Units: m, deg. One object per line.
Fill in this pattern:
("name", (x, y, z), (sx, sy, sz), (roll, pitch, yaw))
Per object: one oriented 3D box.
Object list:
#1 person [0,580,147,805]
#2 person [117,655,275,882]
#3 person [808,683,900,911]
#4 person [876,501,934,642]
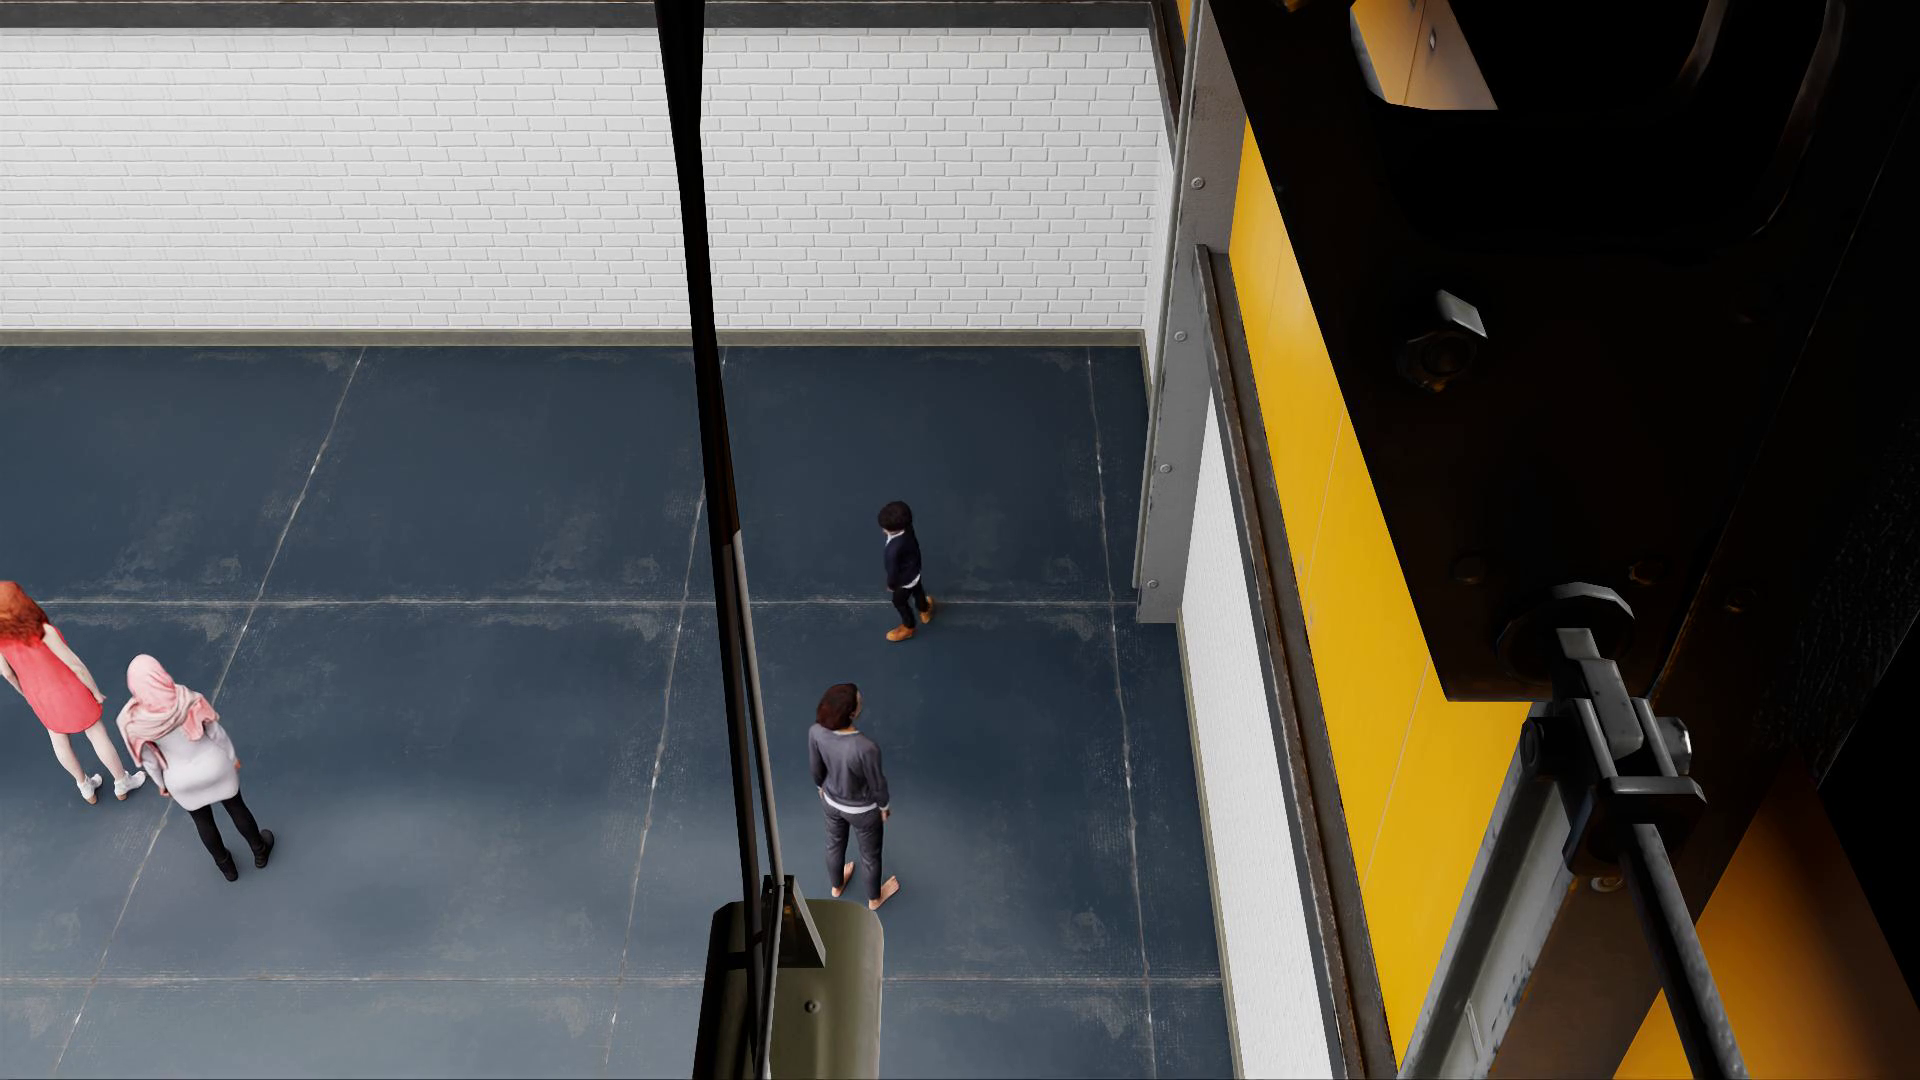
("person", (-5.329, 0.919, 9.823), (0.594, 1.828, 0.508), (-2, 44, -2))
("person", (-4.332, 1.302, 9.439), (0.727, 1.804, 0.737), (-18, 47, -18))
("person", (-0.608, 1.450, 9.307), (0.685, 1.771, 0.665), (18, 47, 18))
("person", (-0.332, 0.164, 11.063), (0.756, 1.210, 0.562), (24, 49, 23))
